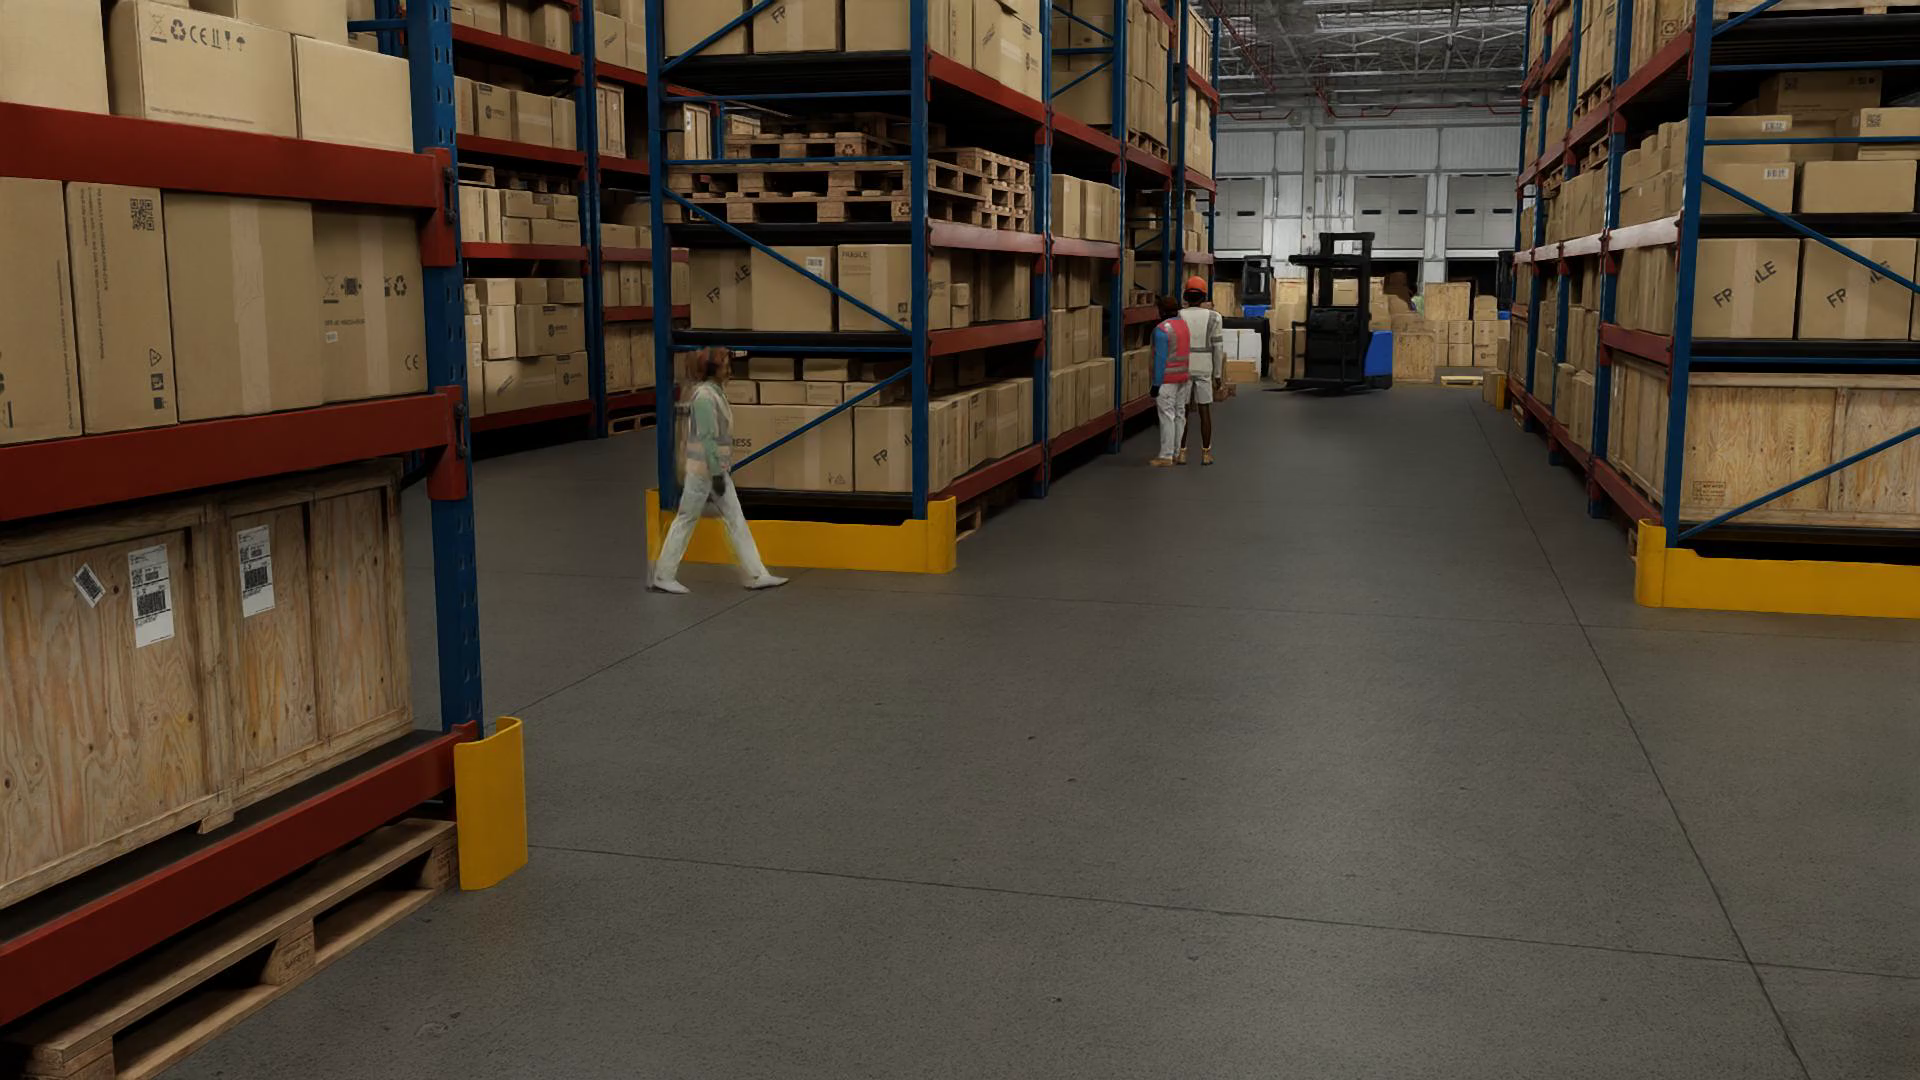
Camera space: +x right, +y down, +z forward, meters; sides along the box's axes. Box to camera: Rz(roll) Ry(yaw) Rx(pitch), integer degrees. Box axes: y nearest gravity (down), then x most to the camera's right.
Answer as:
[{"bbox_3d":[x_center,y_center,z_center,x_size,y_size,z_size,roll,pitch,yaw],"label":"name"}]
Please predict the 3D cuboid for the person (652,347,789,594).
[{"bbox_3d":[-1.580,-0.436,10.629,0.876,1.588,0.543,1,9,4],"label":"person"}]

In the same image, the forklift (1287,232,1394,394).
[{"bbox_3d":[6.786,-4.023,29.333,1.129,2.768,1.873,8,12,42],"label":"forklift"}]

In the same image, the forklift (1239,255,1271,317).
[{"bbox_3d":[10.342,-8.540,58.027,1.129,2.768,1.873,2,9,15],"label":"forklift"}]

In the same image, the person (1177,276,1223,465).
[{"bbox_3d":[2.525,-1.824,18.013,0.614,2.041,0.393,1,9,4],"label":"person"}]

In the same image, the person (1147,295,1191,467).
[{"bbox_3d":[2.235,-1.698,17.862,0.430,1.841,0.624,7,11,39],"label":"person"}]

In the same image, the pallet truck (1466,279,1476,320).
[{"bbox_3d":[18.896,-8.459,60.307,1.885,1.965,0.823,5,10,31],"label":"pallet truck"}]

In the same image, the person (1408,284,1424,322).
[{"bbox_3d":[11.427,-5.407,41.271,0.674,1.887,0.608,8,12,42],"label":"person"}]

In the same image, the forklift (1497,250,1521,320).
[{"bbox_3d":[16.010,-6.928,47.789,1.129,2.768,1.873,2,9,15],"label":"forklift"}]
